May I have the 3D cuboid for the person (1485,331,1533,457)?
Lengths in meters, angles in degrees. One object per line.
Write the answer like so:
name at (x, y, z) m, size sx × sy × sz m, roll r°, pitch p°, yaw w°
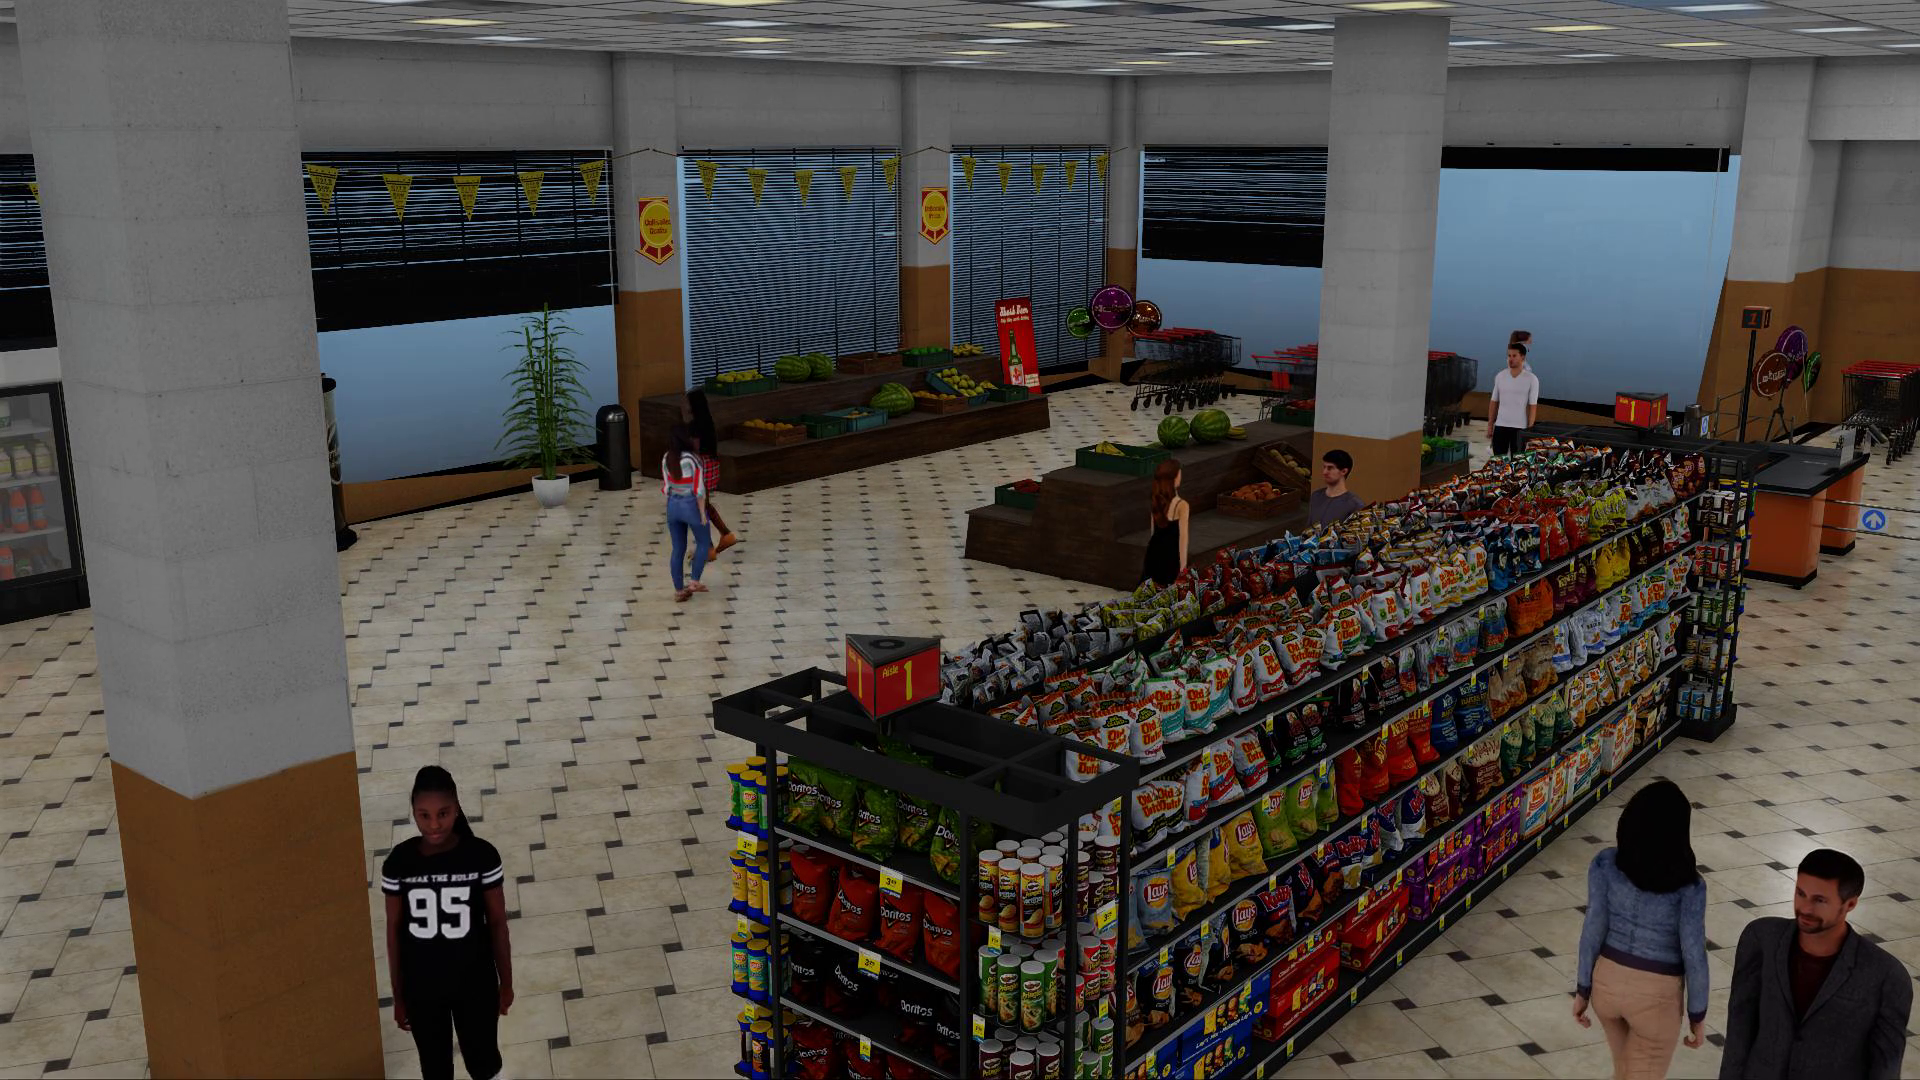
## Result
person at (6.833, -1.728, 20.609) m, size 0.853 × 1.715 × 0.852 m, roll 4°, pitch 14°, yaw 18°

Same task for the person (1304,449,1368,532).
person at (2.713, 0.249, 12.163) m, size 0.610 × 1.854 × 0.712 m, roll -11°, pitch 17°, yaw -37°

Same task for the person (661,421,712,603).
person at (-2.476, -0.236, 14.698) m, size 0.698 × 1.601 × 0.700 m, roll 5°, pitch 15°, yaw 21°

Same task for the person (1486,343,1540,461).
person at (6.099, -1.255, 18.372) m, size 0.666 × 1.851 × 0.527 m, roll 11°, pitch 18°, yaw 39°

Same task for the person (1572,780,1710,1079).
person at (2.449, 1.769, 6.131) m, size 1.141 × 1.743 × 0.658 m, roll -13°, pitch 19°, yaw -43°

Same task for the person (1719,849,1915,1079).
person at (2.738, 1.875, 5.422) m, size 0.603 × 1.872 × 0.706 m, roll -13°, pitch 19°, yaw -43°

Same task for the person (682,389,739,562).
person at (-2.446, -0.617, 16.066) m, size 0.892 × 1.698 × 0.830 m, roll 5°, pitch 15°, yaw 20°

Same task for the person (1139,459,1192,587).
person at (1.550, 0.198, 12.959) m, size 1.090 × 1.577 × 0.696 m, roll -12°, pitch 18°, yaw -41°

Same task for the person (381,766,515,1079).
person at (-1.980, 1.698, 6.485) m, size 0.951 × 1.714 × 0.982 m, roll -2°, pitch 14°, yaw -10°
